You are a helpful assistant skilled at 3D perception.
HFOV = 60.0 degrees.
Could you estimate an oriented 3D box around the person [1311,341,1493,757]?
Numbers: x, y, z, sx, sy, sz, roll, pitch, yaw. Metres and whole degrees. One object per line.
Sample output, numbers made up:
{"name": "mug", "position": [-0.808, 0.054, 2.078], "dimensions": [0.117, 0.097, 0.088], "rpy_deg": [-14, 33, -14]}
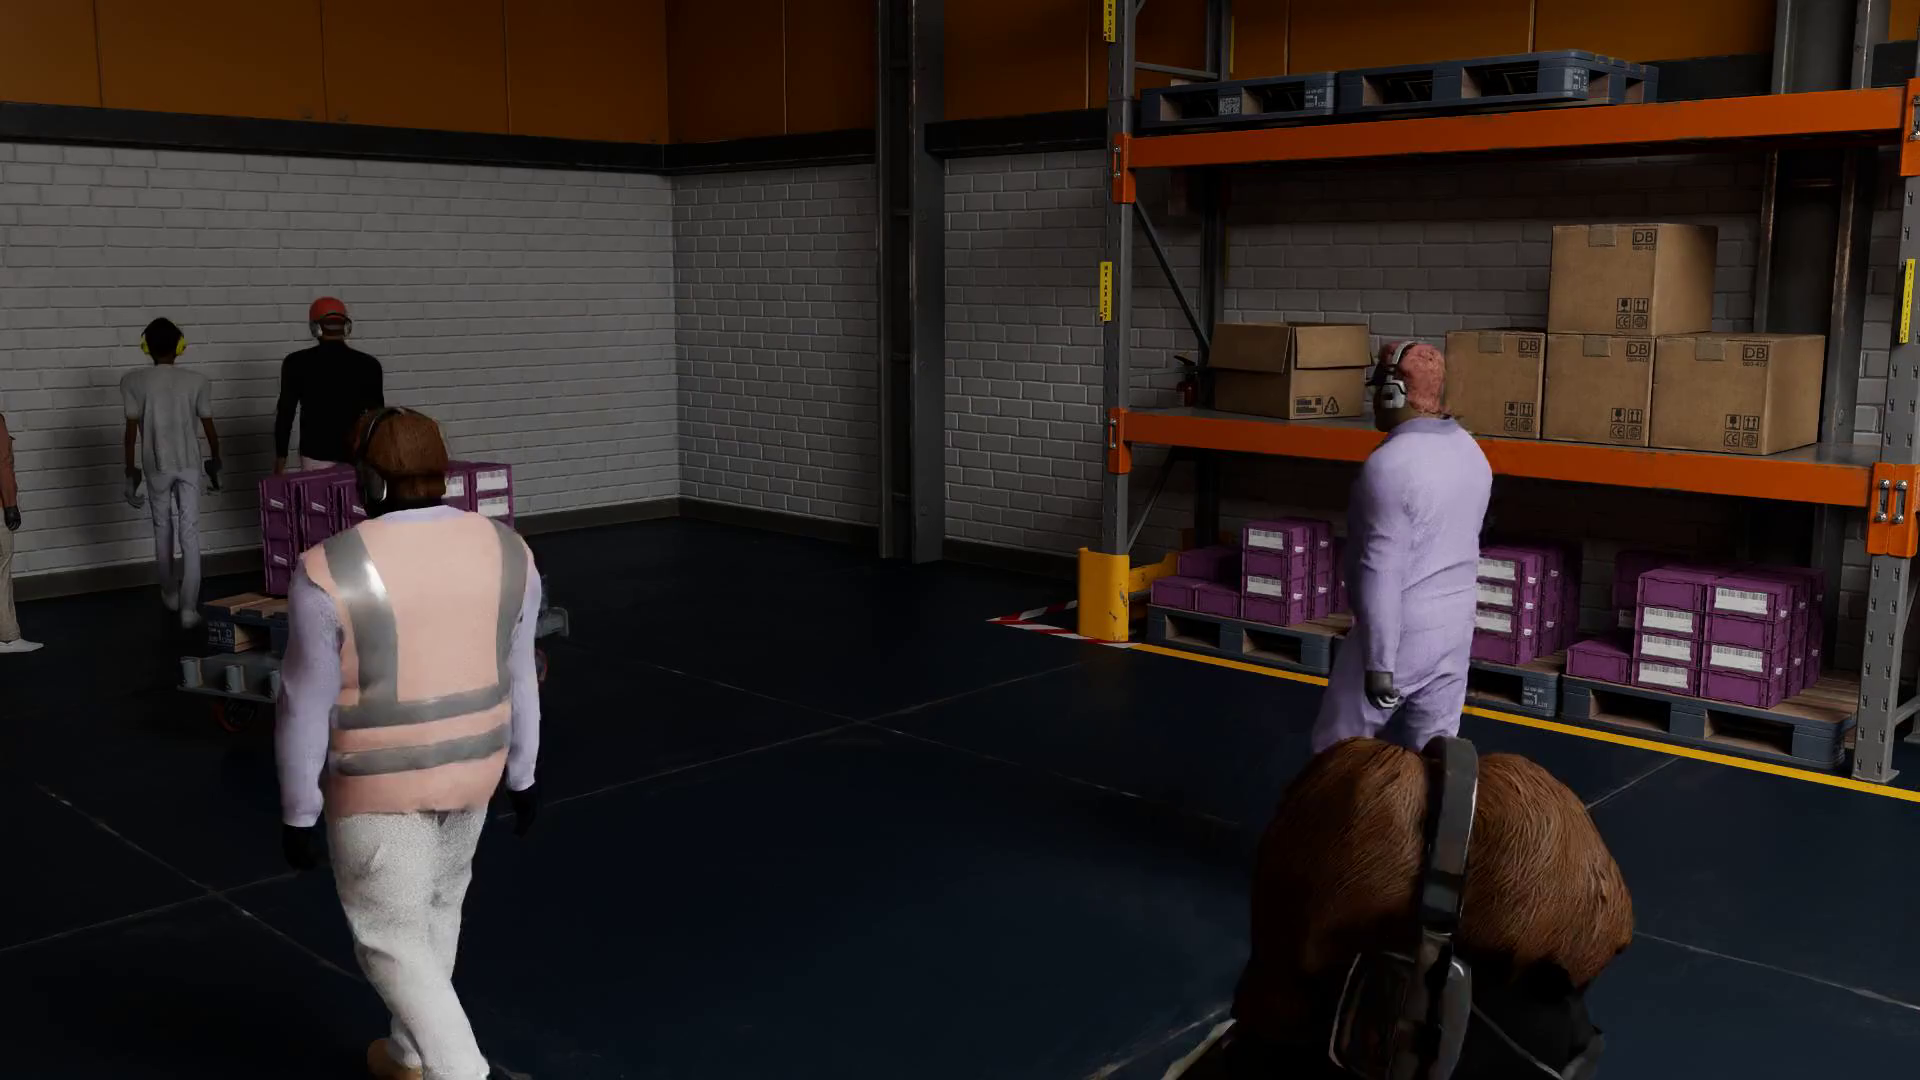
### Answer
{"name": "person", "position": [1.422, 0.314, 5.347], "dimensions": [0.641, 1.893, 0.448], "rpy_deg": [-8, 12, -39]}

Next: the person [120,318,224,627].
{"name": "person", "position": [-4.758, -0.423, 10.076], "dimensions": [0.536, 1.821, 0.897], "rpy_deg": [-4, 10, -23]}

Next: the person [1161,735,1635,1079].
{"name": "person", "position": [0.285, 1.032, 1.200], "dimensions": [0.649, 1.807, 0.639], "rpy_deg": [6, 11, 31]}

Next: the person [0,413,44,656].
{"name": "person", "position": [-5.369, -0.179, 9.137], "dimensions": [0.511, 1.640, 0.308], "rpy_deg": [4, 10, 23]}

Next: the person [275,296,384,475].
{"name": "person", "position": [-3.897, -0.532, 10.375], "dimensions": [0.659, 1.959, 0.829], "rpy_deg": [-5, 10, -26]}

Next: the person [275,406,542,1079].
{"name": "person", "position": [-1.281, 0.579, 3.970], "dimensions": [0.892, 1.804, 0.634], "rpy_deg": [9, 13, 42]}
